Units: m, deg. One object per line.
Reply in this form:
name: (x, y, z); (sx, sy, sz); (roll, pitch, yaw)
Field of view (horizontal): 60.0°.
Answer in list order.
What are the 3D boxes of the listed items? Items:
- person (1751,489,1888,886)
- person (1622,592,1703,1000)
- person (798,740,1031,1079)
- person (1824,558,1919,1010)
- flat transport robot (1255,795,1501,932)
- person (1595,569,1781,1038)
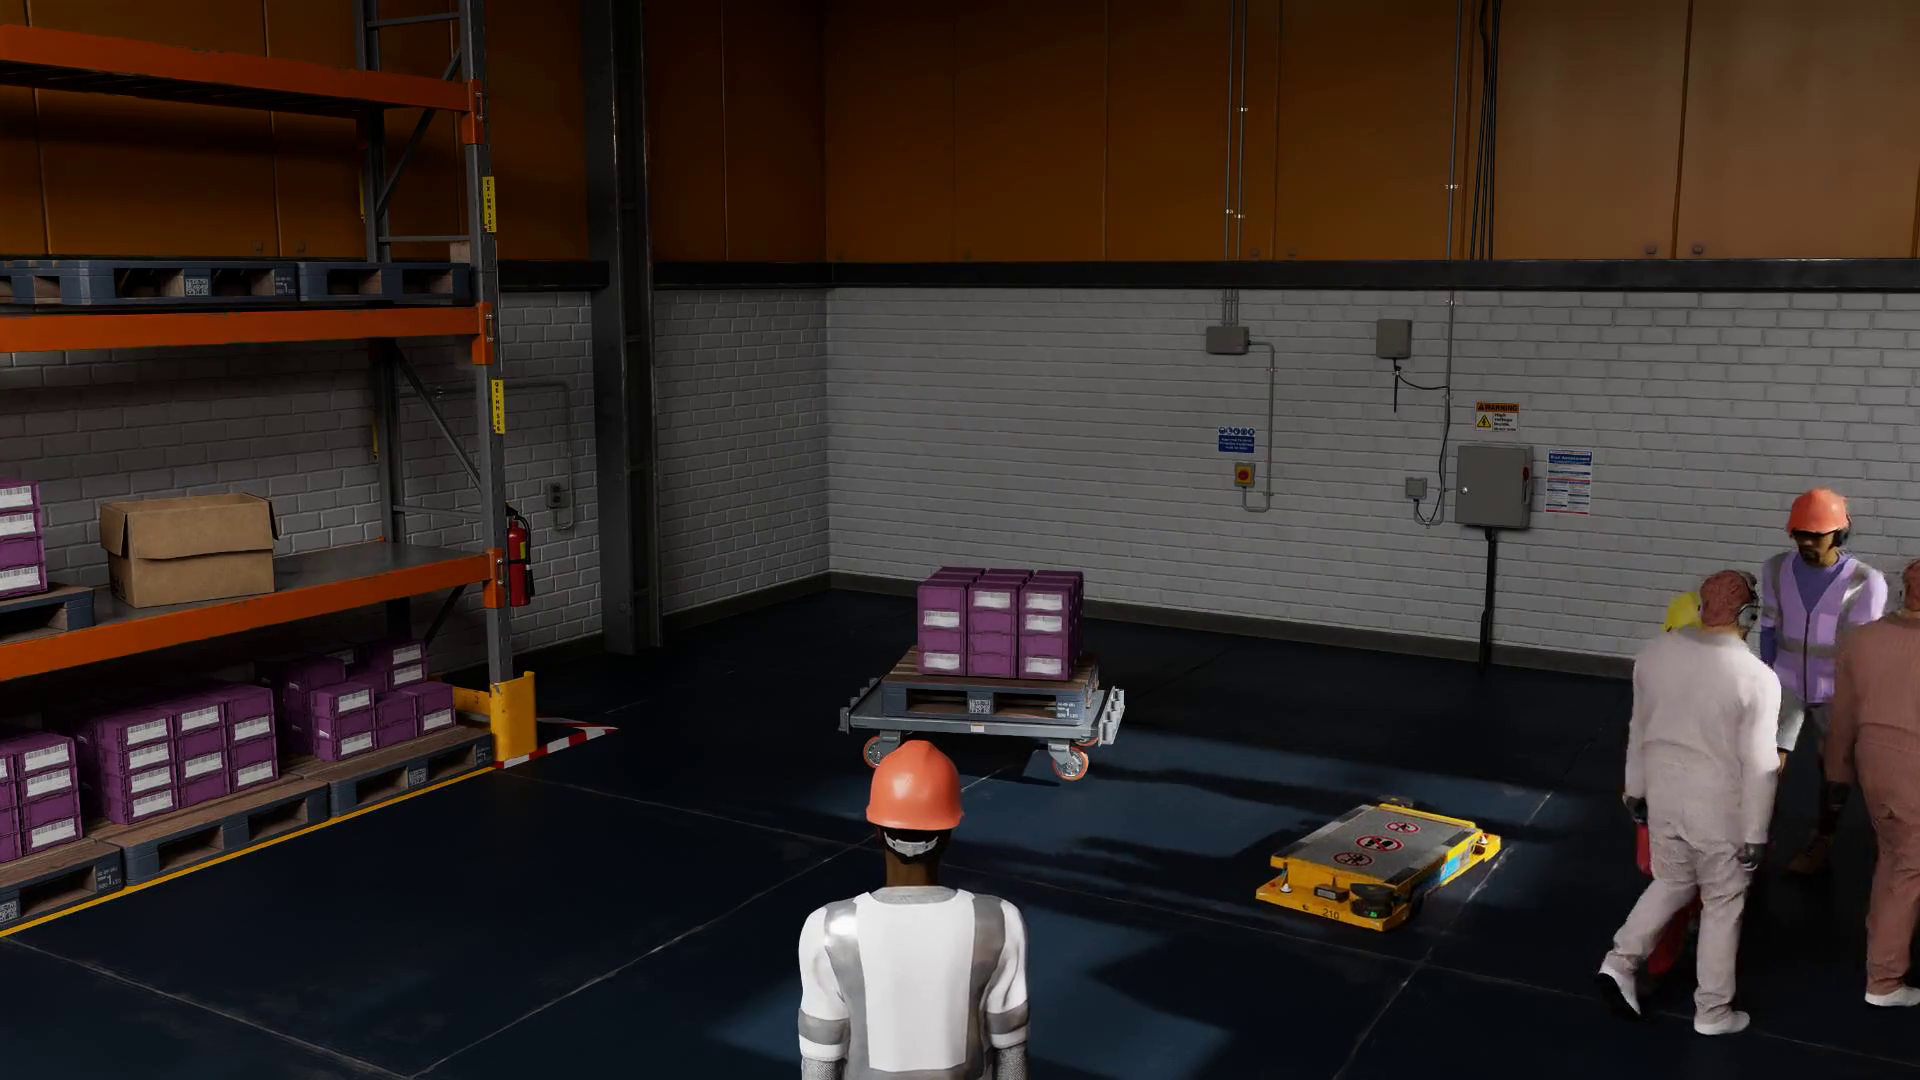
person: (4.120, 0.745, 8.098); (0.906, 1.996, 0.610); (-8, 12, -42)
person: (3.105, 1.045, 7.030); (0.670, 1.735, 0.535); (-5, 10, -29)
person: (-0.110, 1.432, 4.004); (0.552, 1.935, 0.368); (-1, 9, -7)
person: (4.013, 0.998, 6.868); (0.681, 1.883, 0.657); (-4, 10, -22)
flat transport robot: (2.108, 1.578, 8.277); (0.652, 0.197, 1.431); (7, 12, 38)
person: (2.868, 1.050, 6.568); (0.596, 1.880, 0.674); (-5, 10, -28)
